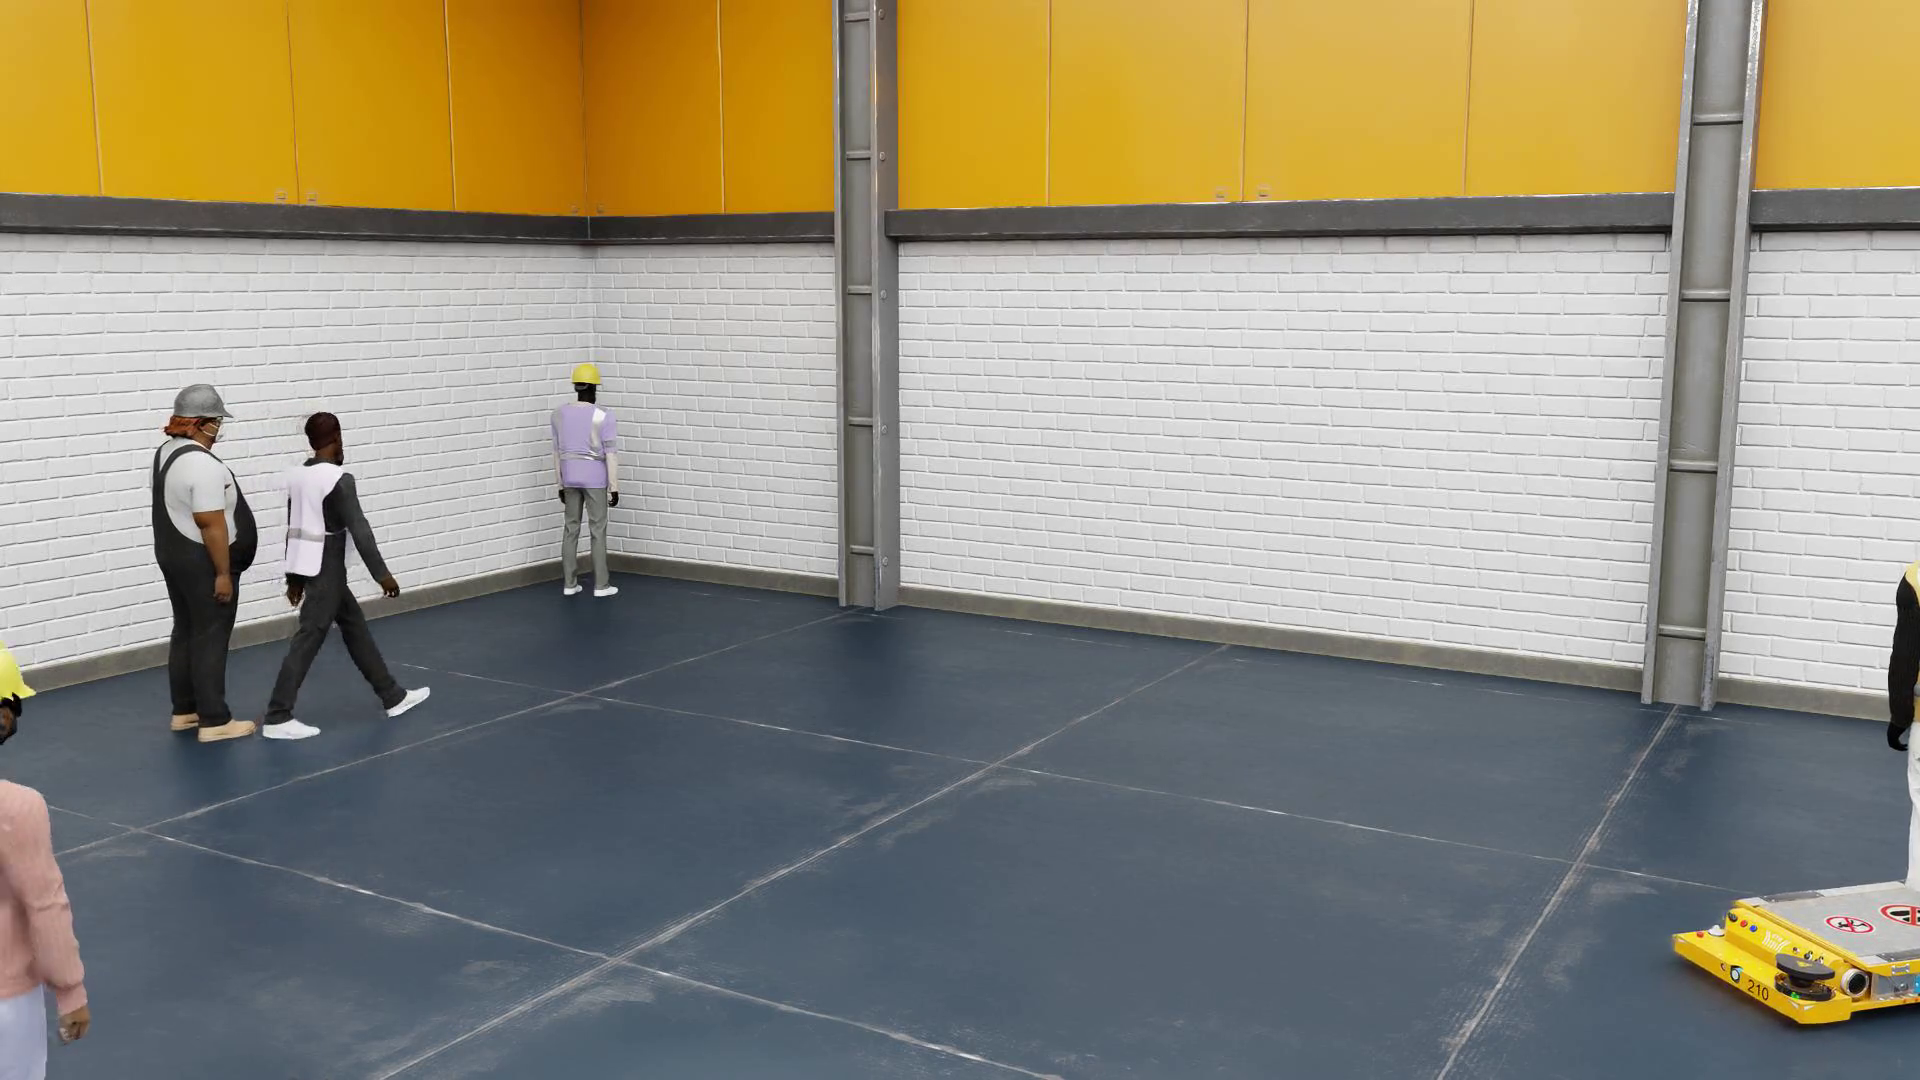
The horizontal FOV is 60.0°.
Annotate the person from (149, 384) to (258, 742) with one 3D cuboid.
[{"bbox_3d":[-4.302,0.112,9.525,0.692,2.000,0.537,8,12,42],"label":"person"}]

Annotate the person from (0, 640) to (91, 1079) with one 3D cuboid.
[{"bbox_3d":[-2.445,1.105,4.219,0.542,1.750,0.374,4,10,21],"label":"person"}]

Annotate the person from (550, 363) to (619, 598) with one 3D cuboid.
[{"bbox_3d":[-3.058,-0.487,13.652,0.580,1.918,0.401,2,9,15],"label":"person"}]

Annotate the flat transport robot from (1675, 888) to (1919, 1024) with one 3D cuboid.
[{"bbox_3d":[3.522,1.517,6.262,1.431,0.197,0.652,-2,9,-15],"label":"flat transport robot"}]

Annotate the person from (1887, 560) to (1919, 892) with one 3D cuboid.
[{"bbox_3d":[3.948,0.702,6.470,0.631,1.842,0.429,4,10,22],"label":"person"}]

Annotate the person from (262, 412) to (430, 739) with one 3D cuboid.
[{"bbox_3d":[-3.626,0.191,9.635,1.039,1.843,0.619,-8,12,-41],"label":"person"}]
